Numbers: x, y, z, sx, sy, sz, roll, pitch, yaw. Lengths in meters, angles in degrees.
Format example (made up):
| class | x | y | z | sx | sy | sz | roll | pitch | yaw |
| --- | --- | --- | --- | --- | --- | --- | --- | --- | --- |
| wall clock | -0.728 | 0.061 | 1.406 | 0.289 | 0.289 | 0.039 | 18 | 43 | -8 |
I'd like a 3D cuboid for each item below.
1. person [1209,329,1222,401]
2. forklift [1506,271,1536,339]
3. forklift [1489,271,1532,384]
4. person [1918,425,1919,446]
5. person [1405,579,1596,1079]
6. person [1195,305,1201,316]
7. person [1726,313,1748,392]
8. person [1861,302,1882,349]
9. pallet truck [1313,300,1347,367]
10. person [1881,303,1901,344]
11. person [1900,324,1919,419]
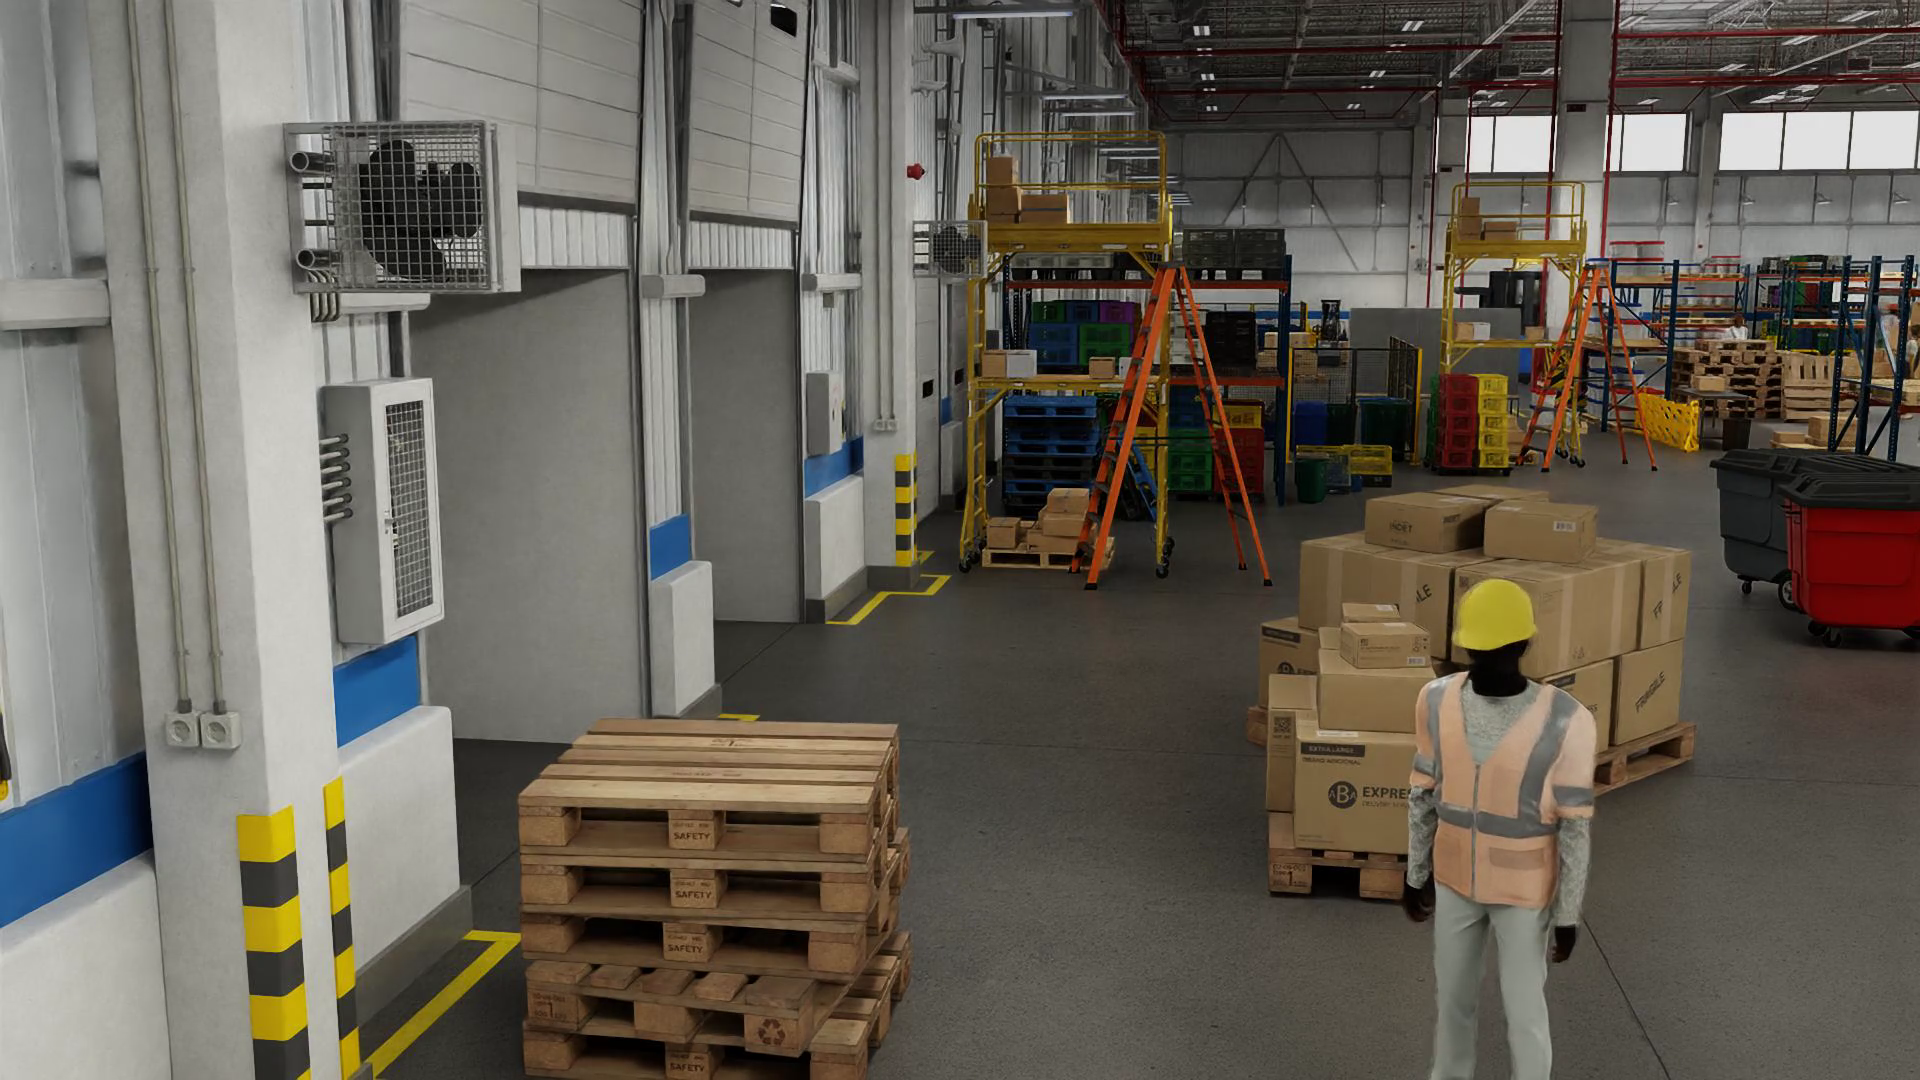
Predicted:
| class | x | y | z | sx | sy | sz | roll | pitch | yaw |
| --- | --- | --- | --- | --- | --- | --- | --- | --- | --- |
| person | 5.405 | -3.629 | 34.998 | 0.314 | 1.634 | 0.518 | -4 | 10 | -22 |
| forklift | 15.262 | -5.964 | 45.551 | 1.873 | 2.768 | 1.129 | -3 | 10 | -18 |
| forklift | 13.422 | -5.322 | 41.591 | 1.873 | 2.768 | 1.129 | 1 | 9 | 9 |
| person | 15.756 | -2.354 | 26.814 | 0.486 | 1.738 | 0.321 | -5 | 11 | -29 |
| person | 1.649 | 1.061 | 5.192 | 0.589 | 1.918 | 0.399 | 9 | 13 | 43 |
| person | 6.324 | -5.341 | 44.642 | 0.544 | 1.929 | 0.386 | -5 | 10 | -28 |
| person | 17.867 | -4.290 | 38.322 | 0.613 | 1.871 | 0.474 | -3 | 10 | -17 |
| person | 29.520 | -6.850 | 53.914 | 0.634 | 1.937 | 0.357 | -2 | 9 | -10 |
| pallet truck | 11.159 | -6.200 | 49.718 | 0.823 | 1.965 | 1.885 | 4 | 10 | 26 |
| person | 26.457 | -5.752 | 47.187 | 0.500 | 1.916 | 0.557 | -1 | 9 | -8 |
| person | 18.238 | -3.224 | 31.900 | 0.367 | 1.833 | 0.522 | 5 | 11 | 29 |
